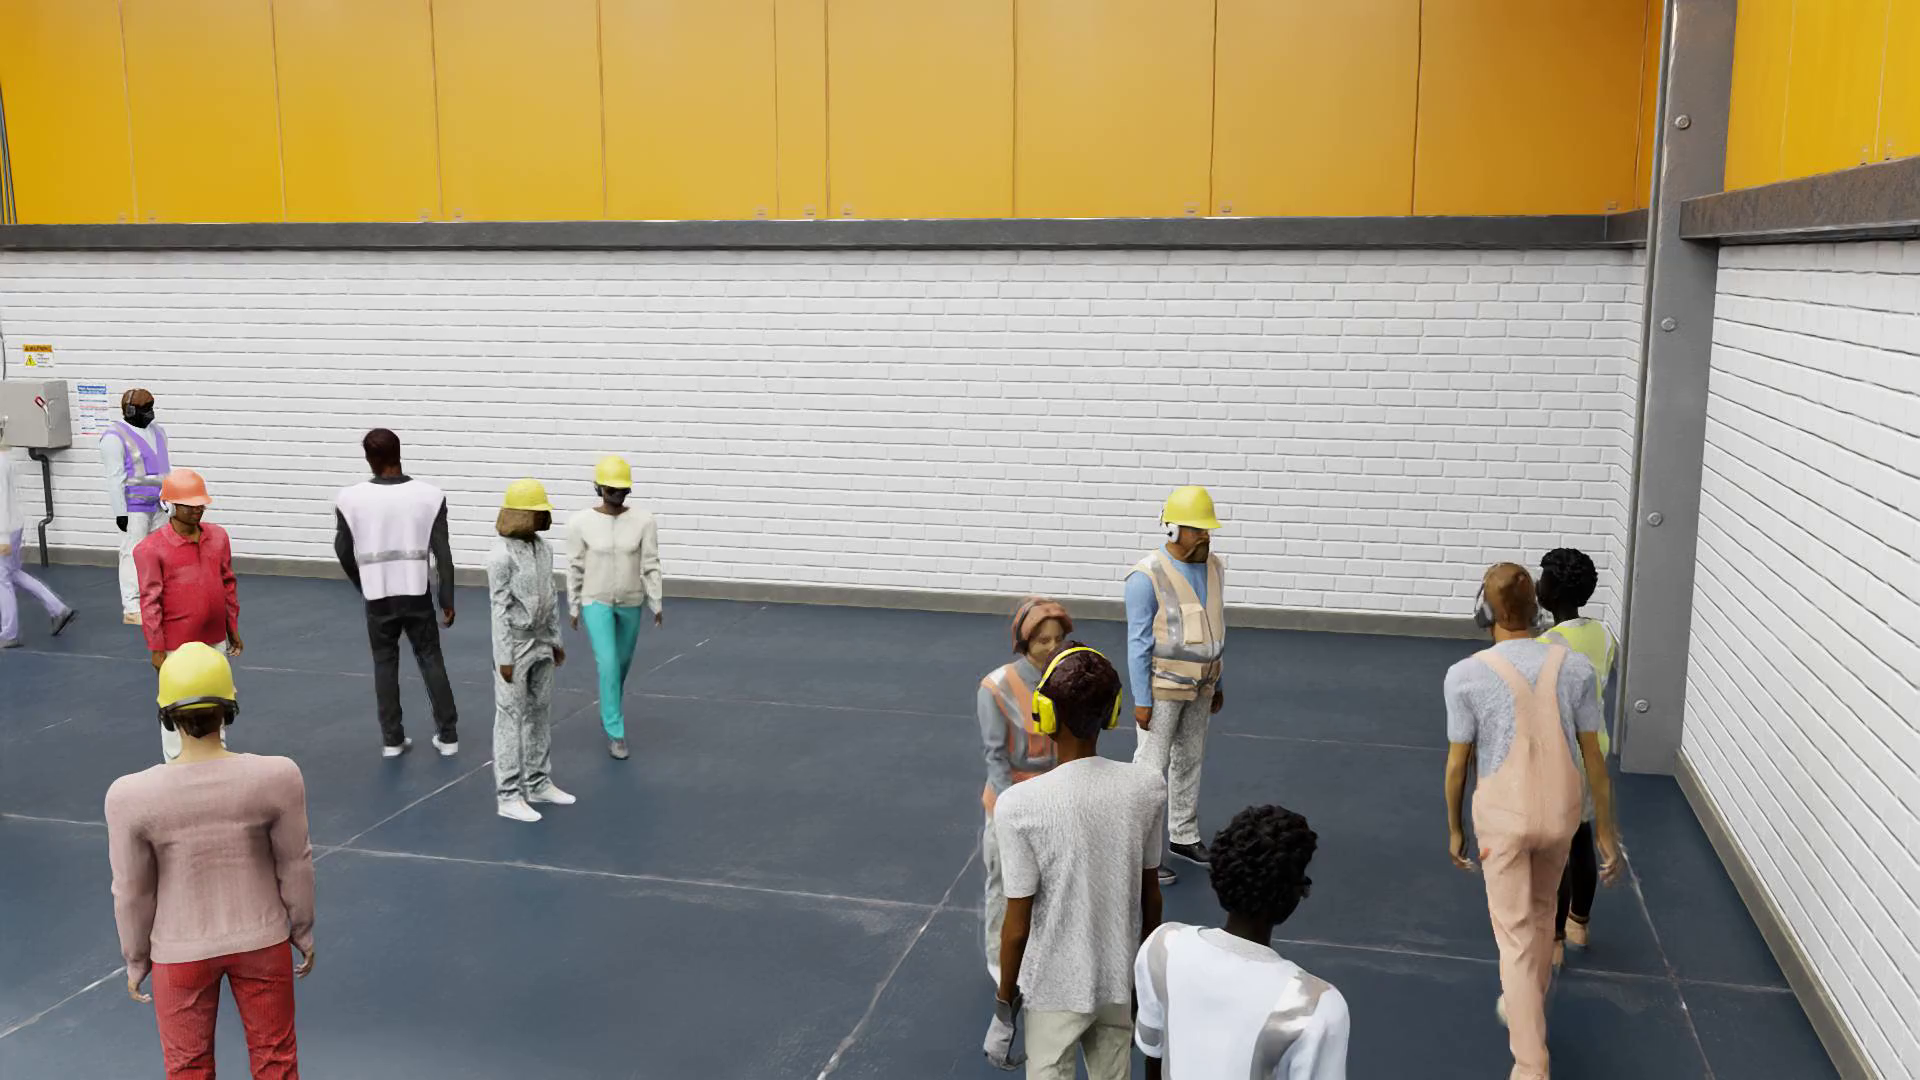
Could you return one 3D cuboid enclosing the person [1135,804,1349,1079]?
[{"bbox_3d":[0.600,1.395,3.601,0.541,1.686,0.320,9,13,43],"label":"person"}]

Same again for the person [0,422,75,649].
[{"bbox_3d":[-6.862,-0.079,12.105,0.650,1.742,0.537,-5,11,-25],"label":"person"}]

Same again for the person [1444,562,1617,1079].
[{"bbox_3d":[1.919,0.977,5.755,0.573,1.792,0.835,-1,10,-3],"label":"person"}]

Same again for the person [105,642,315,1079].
[{"bbox_3d":[-2.112,1.159,4.747,0.525,1.772,0.304,-5,11,-27],"label":"person"}]

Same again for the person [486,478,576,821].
[{"bbox_3d":[-2.179,0.549,8.435,0.317,1.740,0.487,4,10,20],"label":"person"}]

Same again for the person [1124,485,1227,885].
[{"bbox_3d":[1.002,0.651,7.598,0.591,1.823,0.404,-8,13,-40],"label":"person"}]

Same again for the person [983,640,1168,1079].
[{"bbox_3d":[0.297,1.180,4.328,0.509,1.872,0.328,-5,11,-28],"label":"person"}]

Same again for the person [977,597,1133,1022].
[{"bbox_3d":[0.323,1.008,6.136,0.510,1.596,0.870,-5,11,-27],"label":"person"}]

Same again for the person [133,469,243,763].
[{"bbox_3d":[-4.028,0.489,8.766,0.348,1.745,0.561,4,11,24],"label":"person"}]

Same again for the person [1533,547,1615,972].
[{"bbox_3d":[2.401,0.873,6.656,0.531,1.692,0.322,-9,13,-42],"label":"person"}]

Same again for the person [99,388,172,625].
[{"bbox_3d":[-6.350,-0.263,12.937,0.429,1.835,0.629,2,10,13],"label":"person"}]

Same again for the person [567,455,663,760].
[{"bbox_3d":[-2.032,0.340,9.710,0.527,1.725,0.857,-5,11,-26],"label":"person"}]

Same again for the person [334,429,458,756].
[{"bbox_3d":[-3.208,0.303,9.466,0.618,1.880,0.566,-4,10,-22],"label":"person"}]
